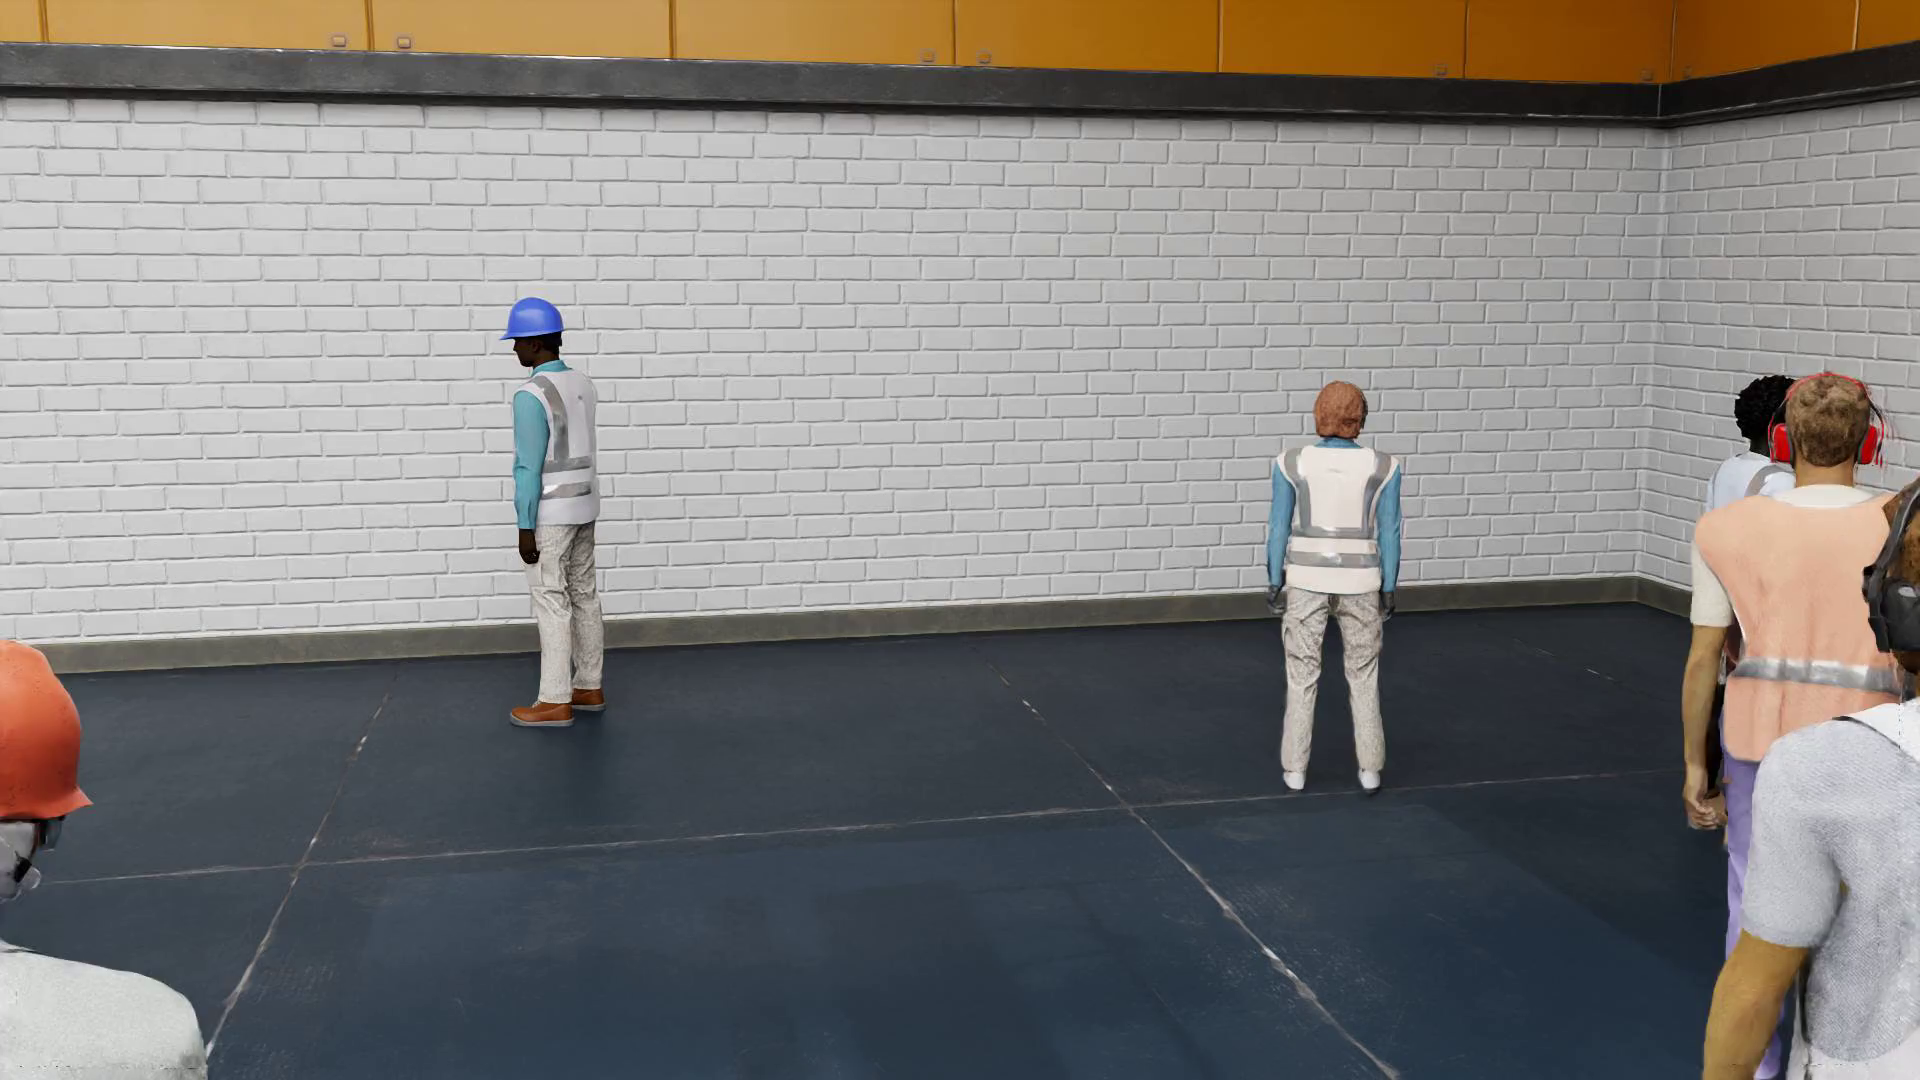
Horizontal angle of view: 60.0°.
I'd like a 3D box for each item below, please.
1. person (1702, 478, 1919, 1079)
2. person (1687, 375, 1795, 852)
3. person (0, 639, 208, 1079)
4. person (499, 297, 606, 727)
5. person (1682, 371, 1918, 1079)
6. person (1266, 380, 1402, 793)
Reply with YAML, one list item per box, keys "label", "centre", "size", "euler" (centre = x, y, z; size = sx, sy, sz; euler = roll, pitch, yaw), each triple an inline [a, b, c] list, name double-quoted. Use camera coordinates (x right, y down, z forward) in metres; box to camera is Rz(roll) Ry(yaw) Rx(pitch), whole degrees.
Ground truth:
- label: "person"
  centre: [1.228, 0.818, 2.159]
  size: [0.514, 1.829, 0.484]
  euler: [-1, 9, -5]
- label: "person"
  centre: [2.822, 0.264, 5.916]
  size: [0.317, 1.696, 0.539]
  euler: [0, 9, 0]
- label: "person"
  centre: [-1.025, 0.955, 1.681]
  size: [0.566, 1.696, 0.790]
  euler: [-2, 9, -10]
- label: "person"
  centre: [-1.849, -0.123, 7.549]
  size: [0.416, 1.939, 0.604]
  euler: [2, 10, 15]
- label: "person"
  centre: [2.006, 0.521, 3.931]
  size: [0.578, 1.832, 0.608]
  euler: [4, 10, 22]
- label: "person"
  centre: [1.462, 0.193, 6.549]
  size: [0.519, 1.630, 0.317]
  euler: [2, 9, 10]
